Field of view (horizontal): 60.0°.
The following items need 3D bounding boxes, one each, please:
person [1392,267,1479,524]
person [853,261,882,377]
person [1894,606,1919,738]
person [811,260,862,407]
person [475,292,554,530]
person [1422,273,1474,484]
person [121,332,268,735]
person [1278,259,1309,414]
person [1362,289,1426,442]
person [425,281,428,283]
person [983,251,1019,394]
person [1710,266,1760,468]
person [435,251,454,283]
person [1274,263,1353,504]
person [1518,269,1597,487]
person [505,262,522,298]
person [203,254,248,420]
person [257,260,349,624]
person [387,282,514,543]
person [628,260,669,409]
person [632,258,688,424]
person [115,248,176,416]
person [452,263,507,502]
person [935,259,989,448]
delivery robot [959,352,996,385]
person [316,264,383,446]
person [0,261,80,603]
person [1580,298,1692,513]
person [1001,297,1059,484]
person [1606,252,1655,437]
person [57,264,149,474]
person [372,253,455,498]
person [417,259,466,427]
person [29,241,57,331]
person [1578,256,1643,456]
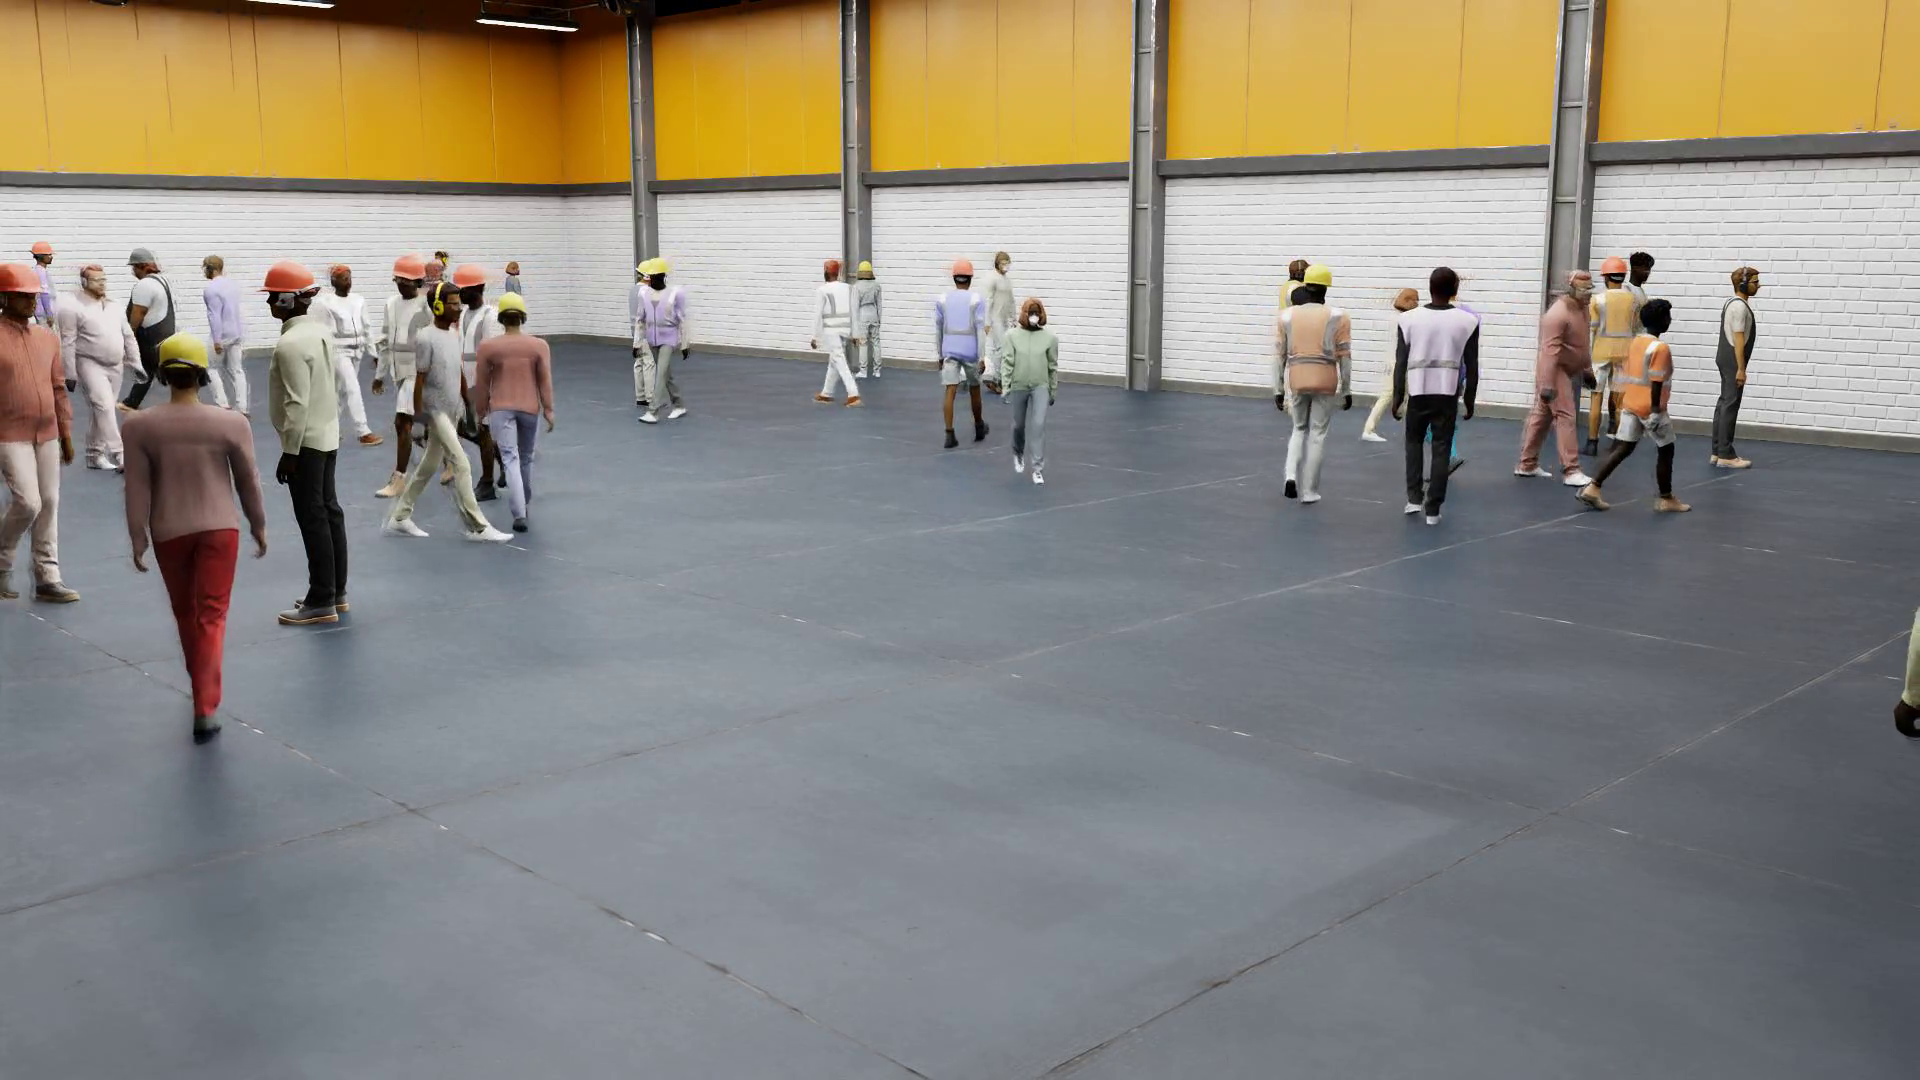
[{"bbox_3d":[3.556,-1.083,12.461,0.603,1.892,0.674,3,11,17],"label":"person"},{"bbox_3d":[-1.410,-3.323,25.084,0.492,1.740,0.325,-6,12,-30],"label":"person"},{"bbox_3d":[2.898,0.429,4.489,0.608,1.781,0.923,3,11,14],"label":"person"},{"bbox_3d":[-1.538,-2.578,20.802,0.993,1.835,0.594,10,14,43],"label":"person"},{"bbox_3d":[-3.280,-0.956,12.229,0.538,1.712,0.899,-4,11,-23],"label":"person"},{"bbox_3d":[4.132,-1.377,14.194,0.578,1.832,0.440,-7,13,-34],"label":"person"},{"bbox_3d":[-3.336,-0.049,7.290,0.539,1.708,0.935,-3,11,-17],"label":"person"},{"bbox_3d":[4.045,-2.442,20.004,0.430,1.845,0.619,-1,10,-7],"label":"person"},{"bbox_3d":[4.590,-1.797,17.178,0.872,1.584,0.522,1,10,5],"label":"person"},{"bbox_3d":[-8.172,-3.357,25.032,0.445,1.828,0.644,-5,12,-25],"label":"person"},{"bbox_3d":[0.591,-2.896,22.267,0.523,1.915,0.725,5,12,25],"label":"person"},{"bbox_3d":[7.160,-1.590,15.344,0.343,1.847,0.507,3,11,14],"label":"person"},{"bbox_3d":[-9.487,-4.416,30.748,0.519,1.851,0.547,8,13,37],"label":"person"},{"bbox_3d":[2.818,-1.235,13.228,0.596,1.910,0.411,6,12,30],"label":"person"},{"bbox_3d":[5.208,-1.387,14.279,0.876,1.846,0.720,7,12,33],"label":"person"},{"bbox_3d":[-8.358,-4.397,31.233,0.286,1.633,0.500,-9,13,-39],"label":"person"},{"bbox_3d":[-8.474,-2.310,19.086,0.569,1.913,0.640,2,11,9],"label":"person"},{"bbox_3d":[-3.620,-0.535,9.181,0.379,1.996,0.609,-1,10,-4],"label":"person"},{"bbox_3d":[-3.627,-0.885,11.605,0.989,1.823,0.537,2,11,8],"label":"person"},{"bbox_3d":[-3.851,-2.526,20.519,0.403,1.822,0.588,-7,13,-35],"label":"person"},{"bbox_3d":[-3.439,-2.287,19.079,0.611,1.873,1.010,5,11,24],"label":"person"},{"bbox_3d":[-9.447,-2.420,19.340,1.036,2.000,0.699,-2,11,-12],"label":"person"},{"bbox_3d":[-3.807,-1.260,13.355,0.573,1.913,0.560,-10,14,-44],"label":"person"},{"bbox_3d":[0.024,-1.913,17.005,0.564,1.878,0.999,3,11,15],"label":"person"},{"bbox_3d":[0.297,-2.315,22.565,0.707,0.478,0.477,-2,11,-11],"label":"delivery robot"},{"bbox_3d":[-6.321,-1.899,17.054,0.965,1.844,0.585,5,12,26],"label":"person"},{"bbox_3d":[-5.377,-0.603,9.580,0.441,1.983,0.638,4,11,19],"label":"person"},{"bbox_3d":[5.223,-1.025,12.767,0.831,1.660,0.533,-1,10,-6],"label":"person"},{"bbox_3d":[0.612,-1.329,14.574,0.501,1.606,0.731,0,10,2],"label":"person"},{"bbox_3d":[7.085,-2.054,17.568,0.387,1.958,0.600,9,14,40],"label":"person"},{"bbox_3d":[-7.624,-1.527,14.952,0.925,1.870,0.647,4,11,19],"label":"person"},{"bbox_3d":[-4.506,-1.378,13.828,0.651,1.997,0.964,8,13,35],"label":"person"},{"bbox_3d":[-5.231,-1.868,16.728,0.655,1.889,0.442,1,10,5],"label":"person"},{"bbox_3d":[-13.230,-3.294,24.096,0.387,2.045,0.605,-7,13,-34],"label":"person"},{"bbox_3d":[6.281,-1.765,16.089,0.541,1.930,0.379,0,10,-2],"label":"person"}]
